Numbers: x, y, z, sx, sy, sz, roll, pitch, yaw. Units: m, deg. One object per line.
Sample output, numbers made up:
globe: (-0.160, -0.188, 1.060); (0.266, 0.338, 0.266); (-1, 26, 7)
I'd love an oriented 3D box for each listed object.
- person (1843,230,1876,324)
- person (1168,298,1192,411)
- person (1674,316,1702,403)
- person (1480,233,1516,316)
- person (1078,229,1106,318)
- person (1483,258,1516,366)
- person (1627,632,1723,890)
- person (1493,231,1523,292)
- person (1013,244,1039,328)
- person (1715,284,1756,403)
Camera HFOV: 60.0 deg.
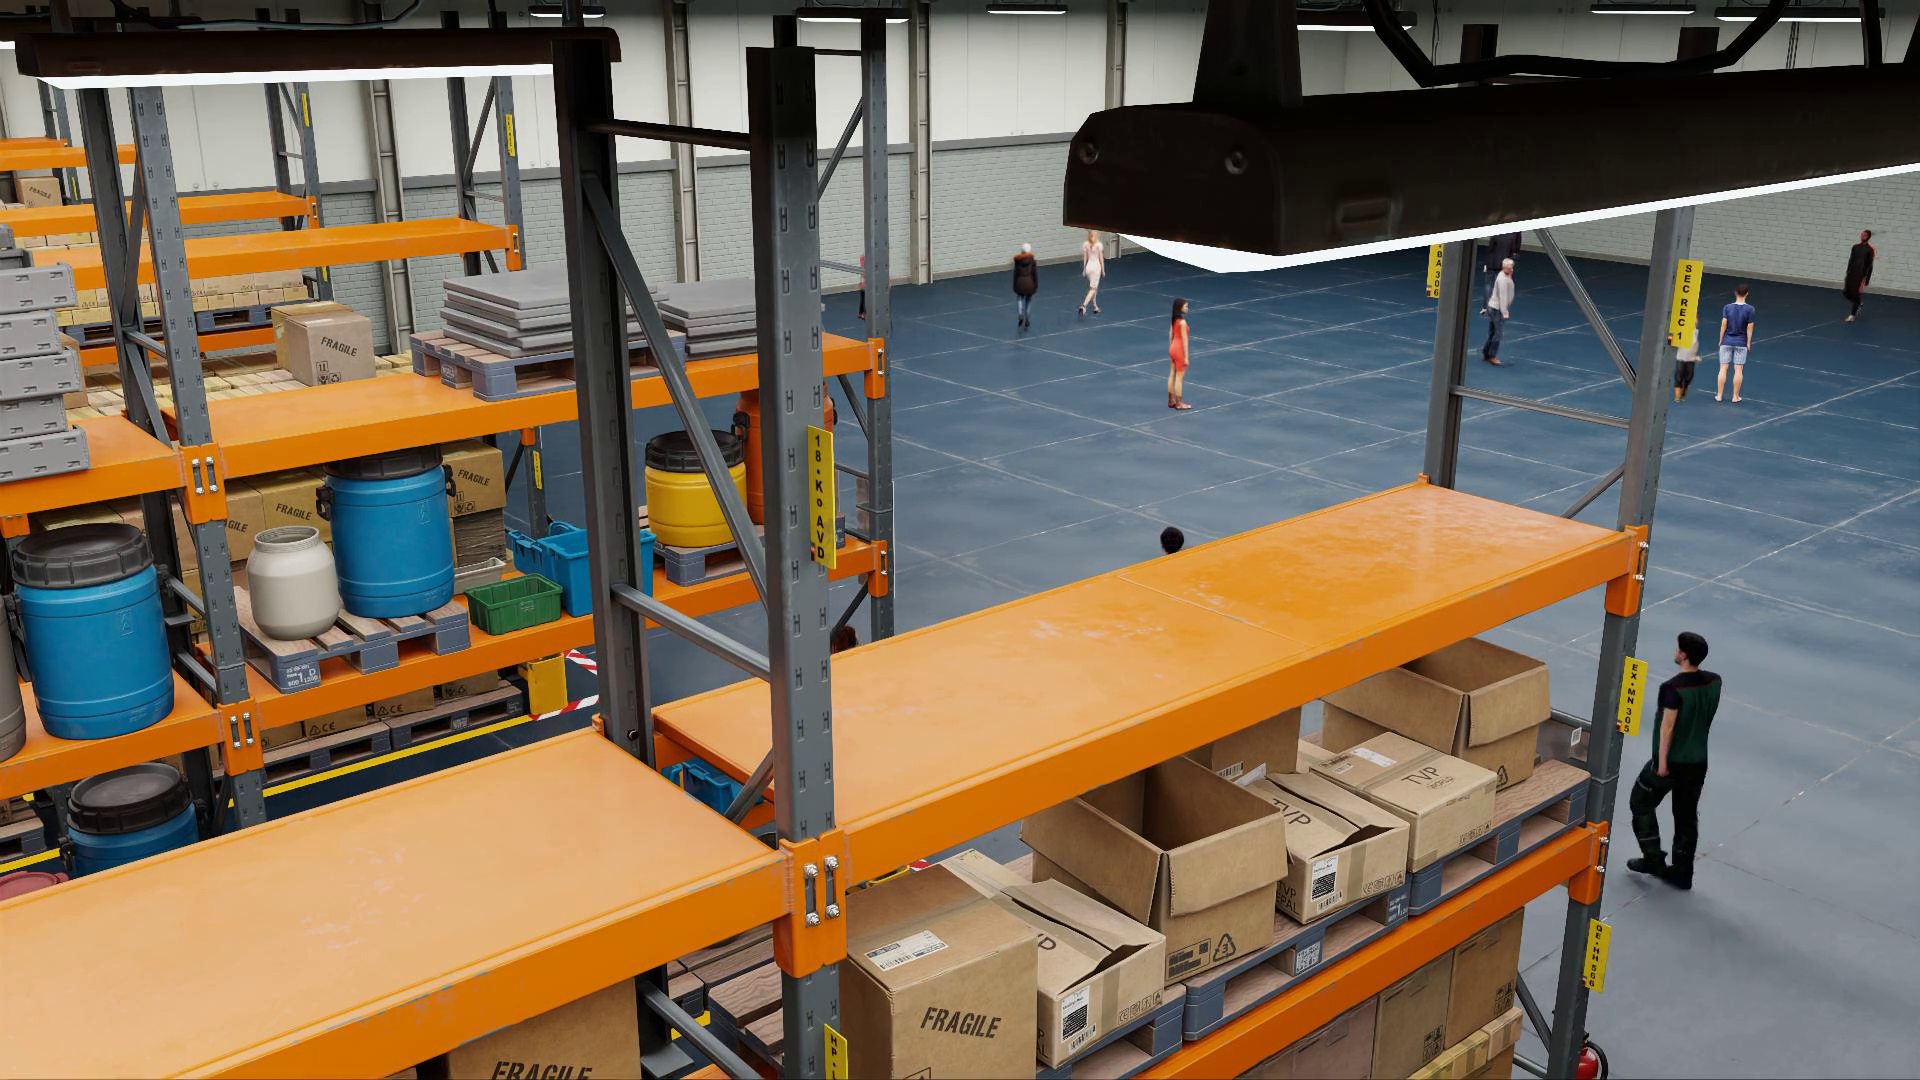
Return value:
person: (17.724, -5.196, 32.728); (0.880, 1.796, 0.720); (-11, 21, -29)
person: (3.378, -2.885, 25.758); (0.635, 1.719, 0.648); (-7, 19, -21)
person: (11.509, -2.935, 26.350); (0.716, 1.446, 0.729); (8, 20, 22)
person: (9.737, -4.967, 30.209); (0.828, 1.783, 0.794); (2, 18, 6)
person: (2.605, -5.282, 32.996); (0.744, 1.794, 1.158); (14, 22, 36)
person: (9.361, -3.986, 28.912); (0.983, 1.858, 0.847); (2, 18, 5)
person: (5.153, 1.589, 11.750); (0.720, 1.886, 0.824); (-8, 20, -22)
person: (11.854, -6.281, 36.015); (0.795, 1.826, 0.816); (4, 19, 13)
person: (1.258, -4.883, 32.046); (0.875, 1.625, 0.942); (2, 18, 7)
person: (12.223, -3.109, 26.247); (0.688, 1.841, 0.665); (9, 20, 27)
